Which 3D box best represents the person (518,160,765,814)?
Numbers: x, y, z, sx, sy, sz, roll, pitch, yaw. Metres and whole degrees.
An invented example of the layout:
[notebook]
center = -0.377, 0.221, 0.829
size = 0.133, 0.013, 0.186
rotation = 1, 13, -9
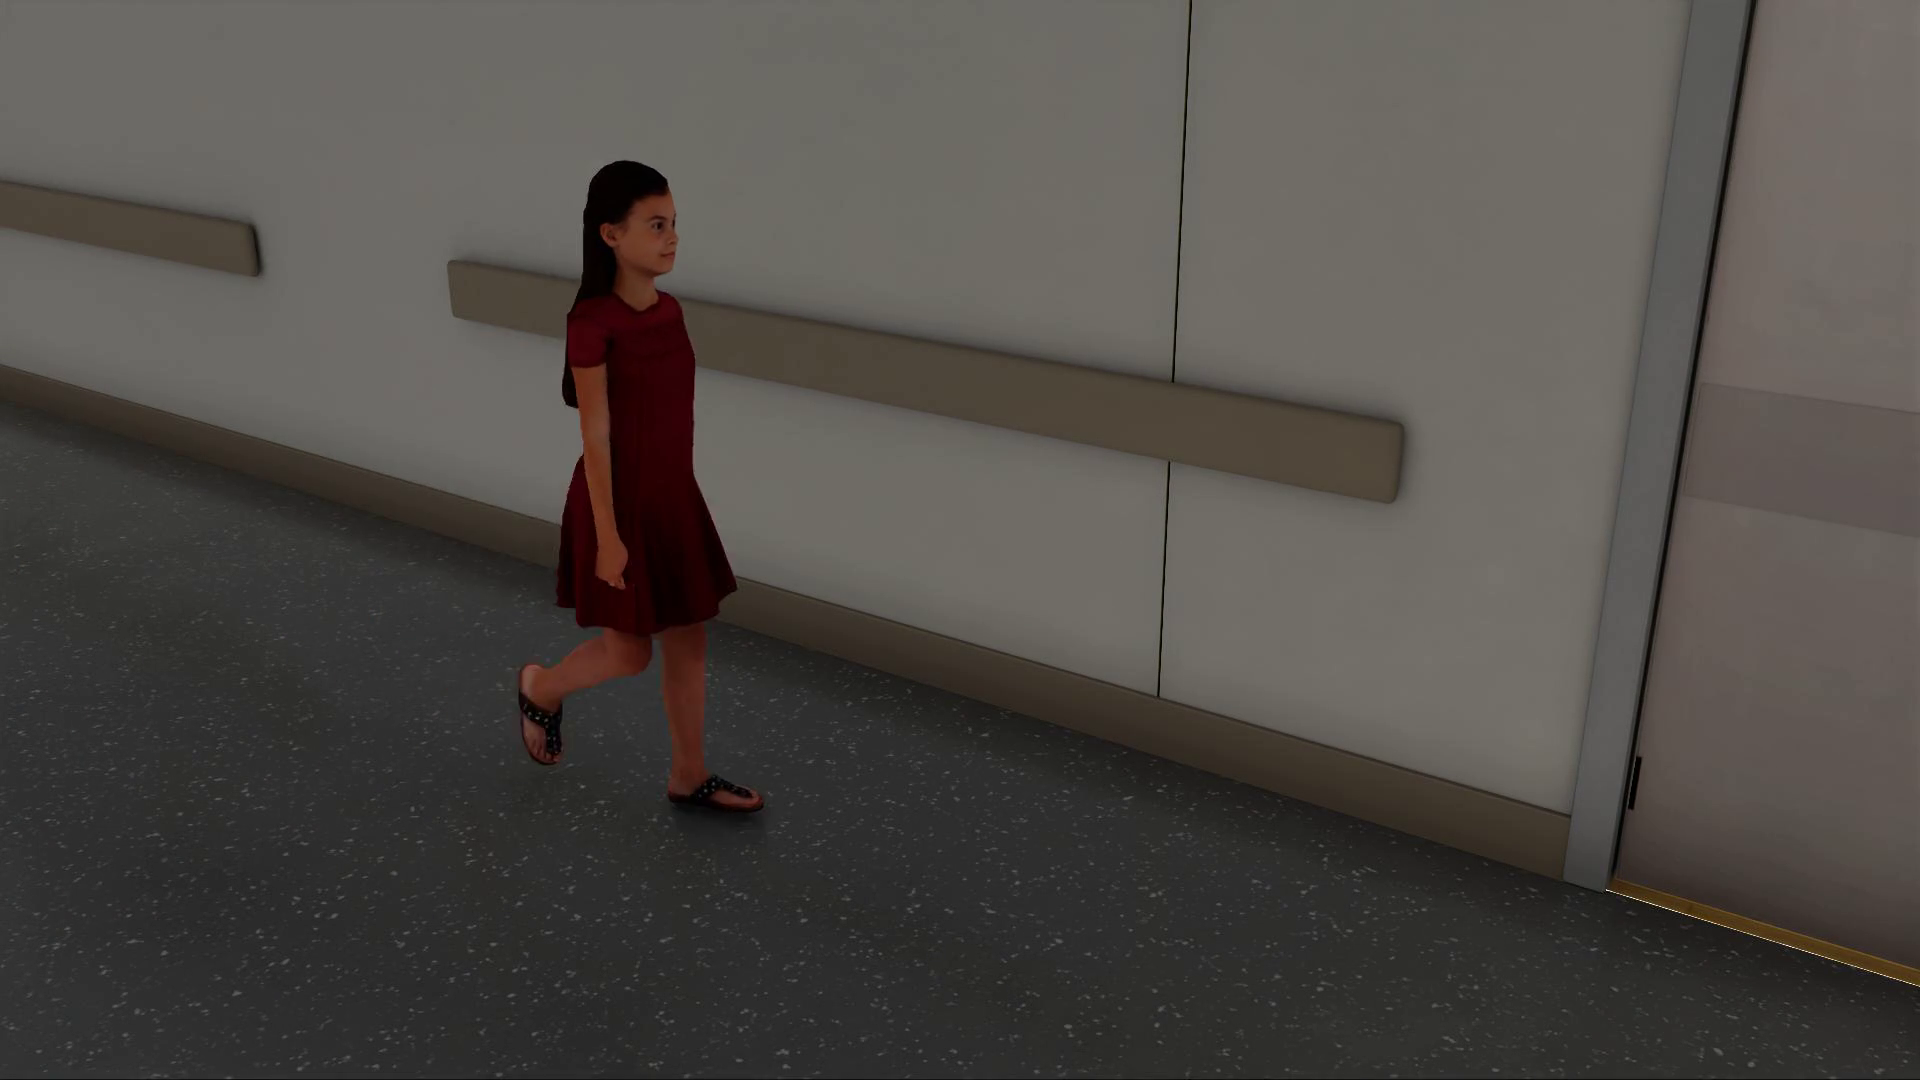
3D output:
[person]
center = -0.795, -0.083, 3.821
size = 0.658, 1.539, 0.821
rotation = 10, 23, 25
